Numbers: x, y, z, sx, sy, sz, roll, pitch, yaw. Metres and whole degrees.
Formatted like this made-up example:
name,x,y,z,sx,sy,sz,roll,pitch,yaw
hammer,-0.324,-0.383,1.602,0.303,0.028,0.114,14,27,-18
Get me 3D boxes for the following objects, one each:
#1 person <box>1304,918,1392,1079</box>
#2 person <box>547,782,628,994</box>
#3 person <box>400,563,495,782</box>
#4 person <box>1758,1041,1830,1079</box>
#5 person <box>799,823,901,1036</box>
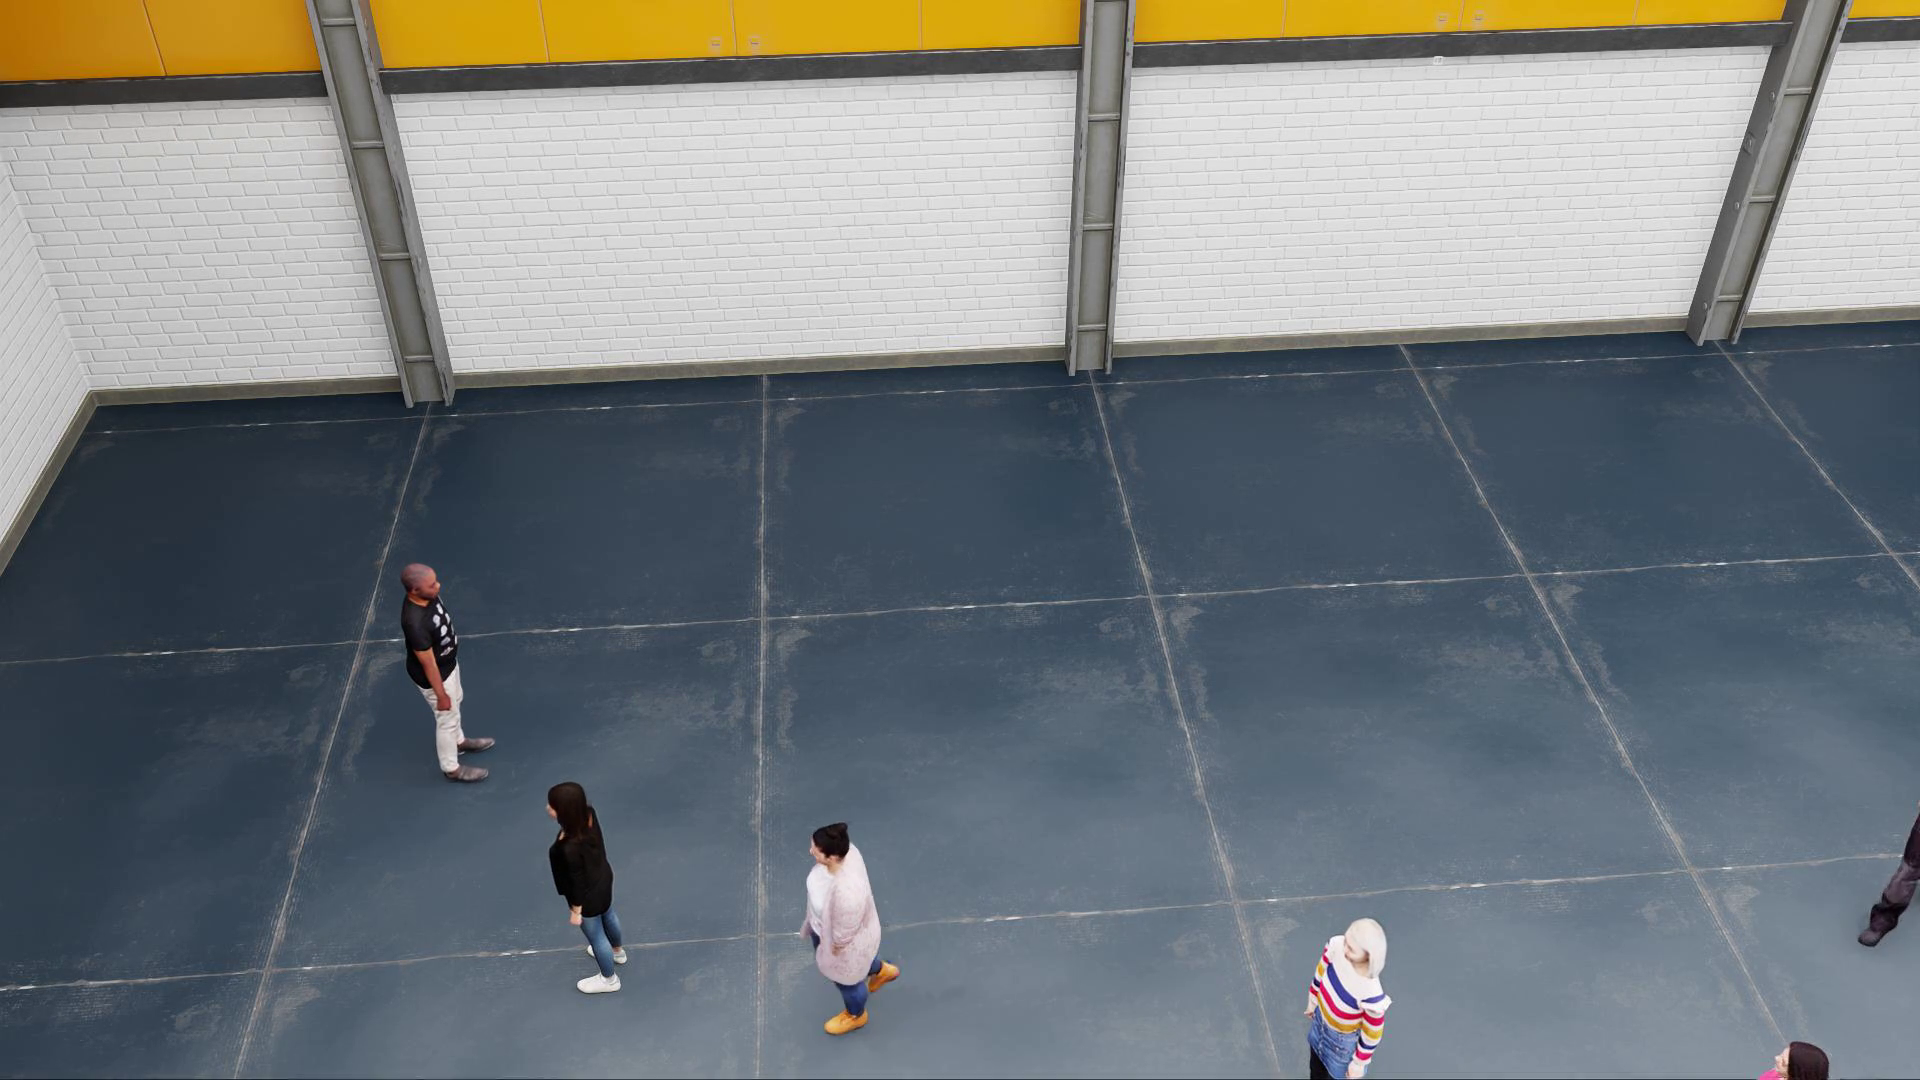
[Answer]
name,x,y,z,sx,sy,sz,roll,pitch,yaw
person,2.002,2.598,8.735,0.625,1.809,0.709,-15,41,-18
person,-2.151,1.994,9.622,0.563,1.646,0.609,3,39,4
person,-3.447,0.855,10.925,0.625,1.801,0.673,-6,39,-8
person,4.097,3.069,8.303,1.137,1.613,0.933,17,42,20
person,-0.564,2.170,9.333,0.859,1.731,0.755,-8,39,-10
